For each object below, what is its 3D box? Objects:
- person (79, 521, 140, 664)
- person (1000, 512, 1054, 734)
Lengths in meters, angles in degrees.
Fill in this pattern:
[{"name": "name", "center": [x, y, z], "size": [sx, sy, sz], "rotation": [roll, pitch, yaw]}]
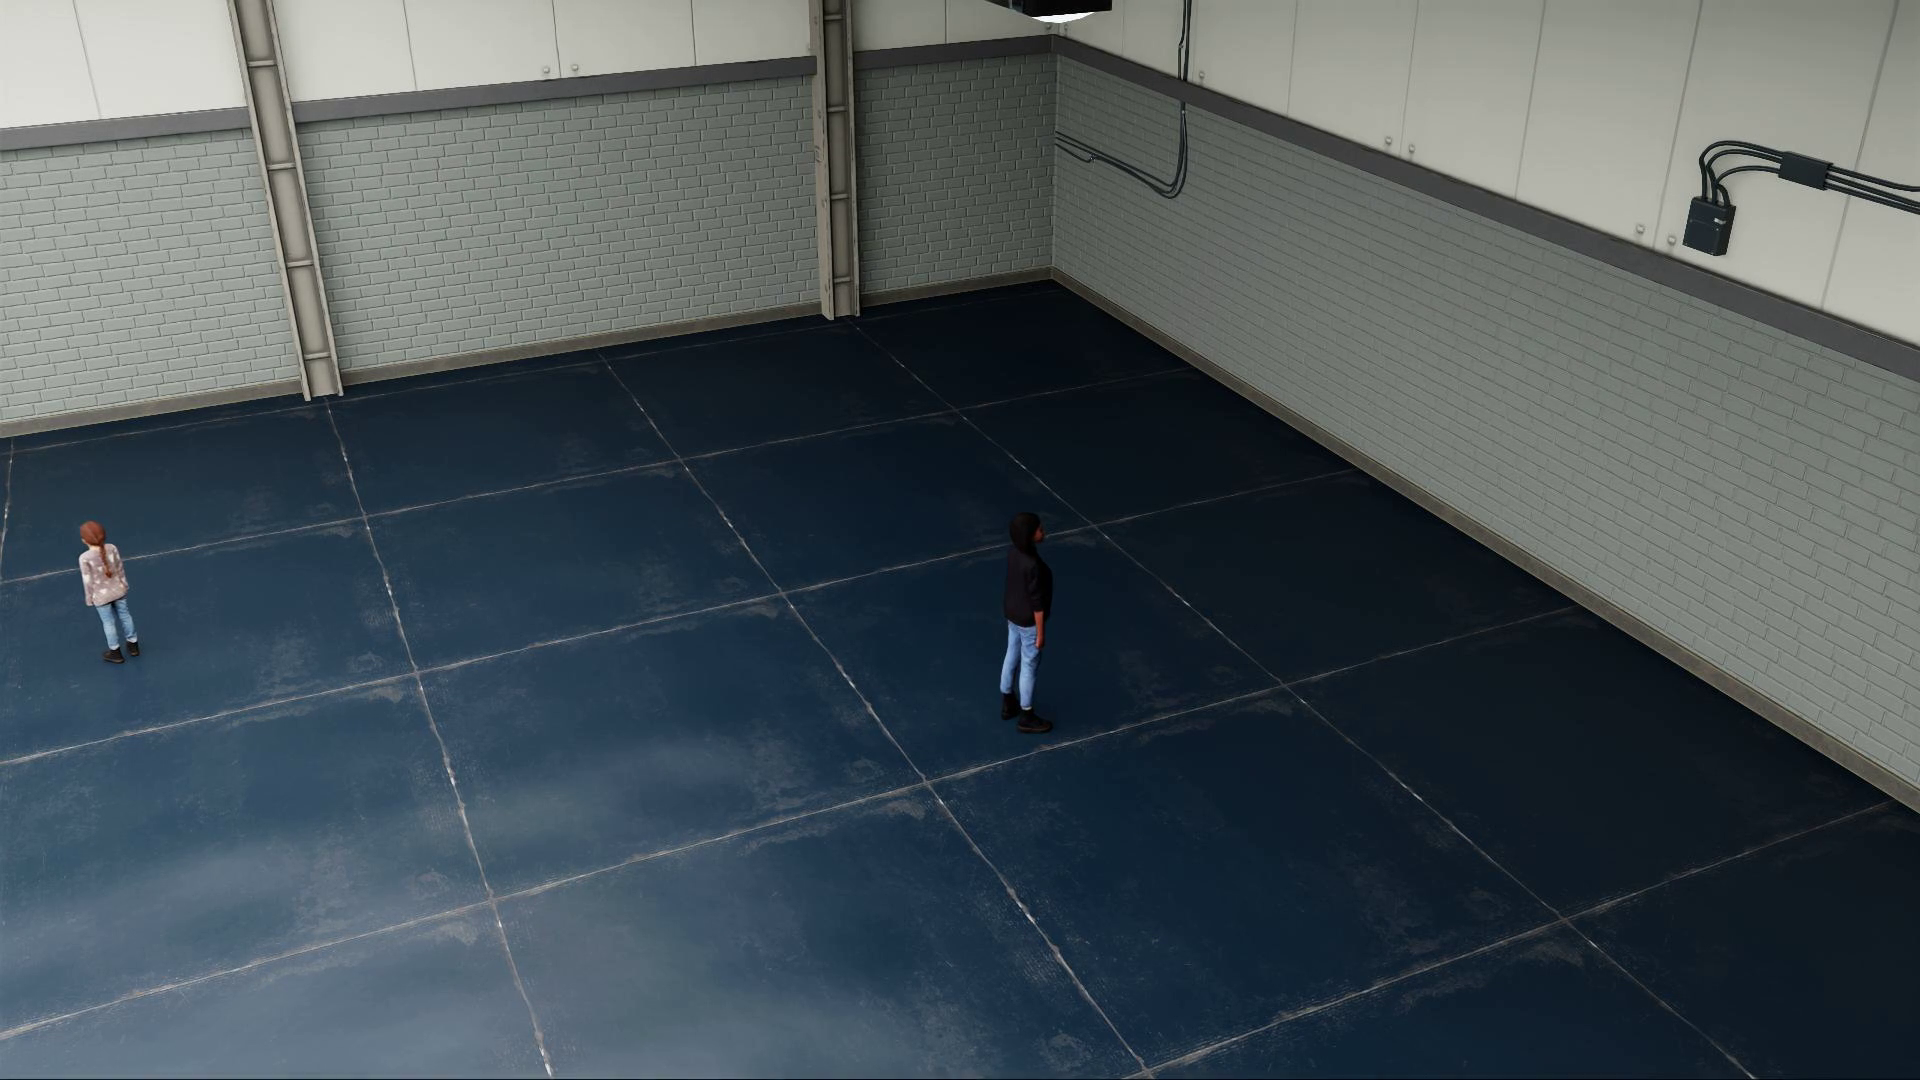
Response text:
[{"name": "person", "center": [-6.582, 0.388, 12.840], "size": [0.610, 1.196, 0.519], "rotation": [19, 33, 32]}, {"name": "person", "center": [0.464, 0.581, 11.913], "size": [0.542, 1.701, 0.578], "rotation": [-14, 30, -25]}]
